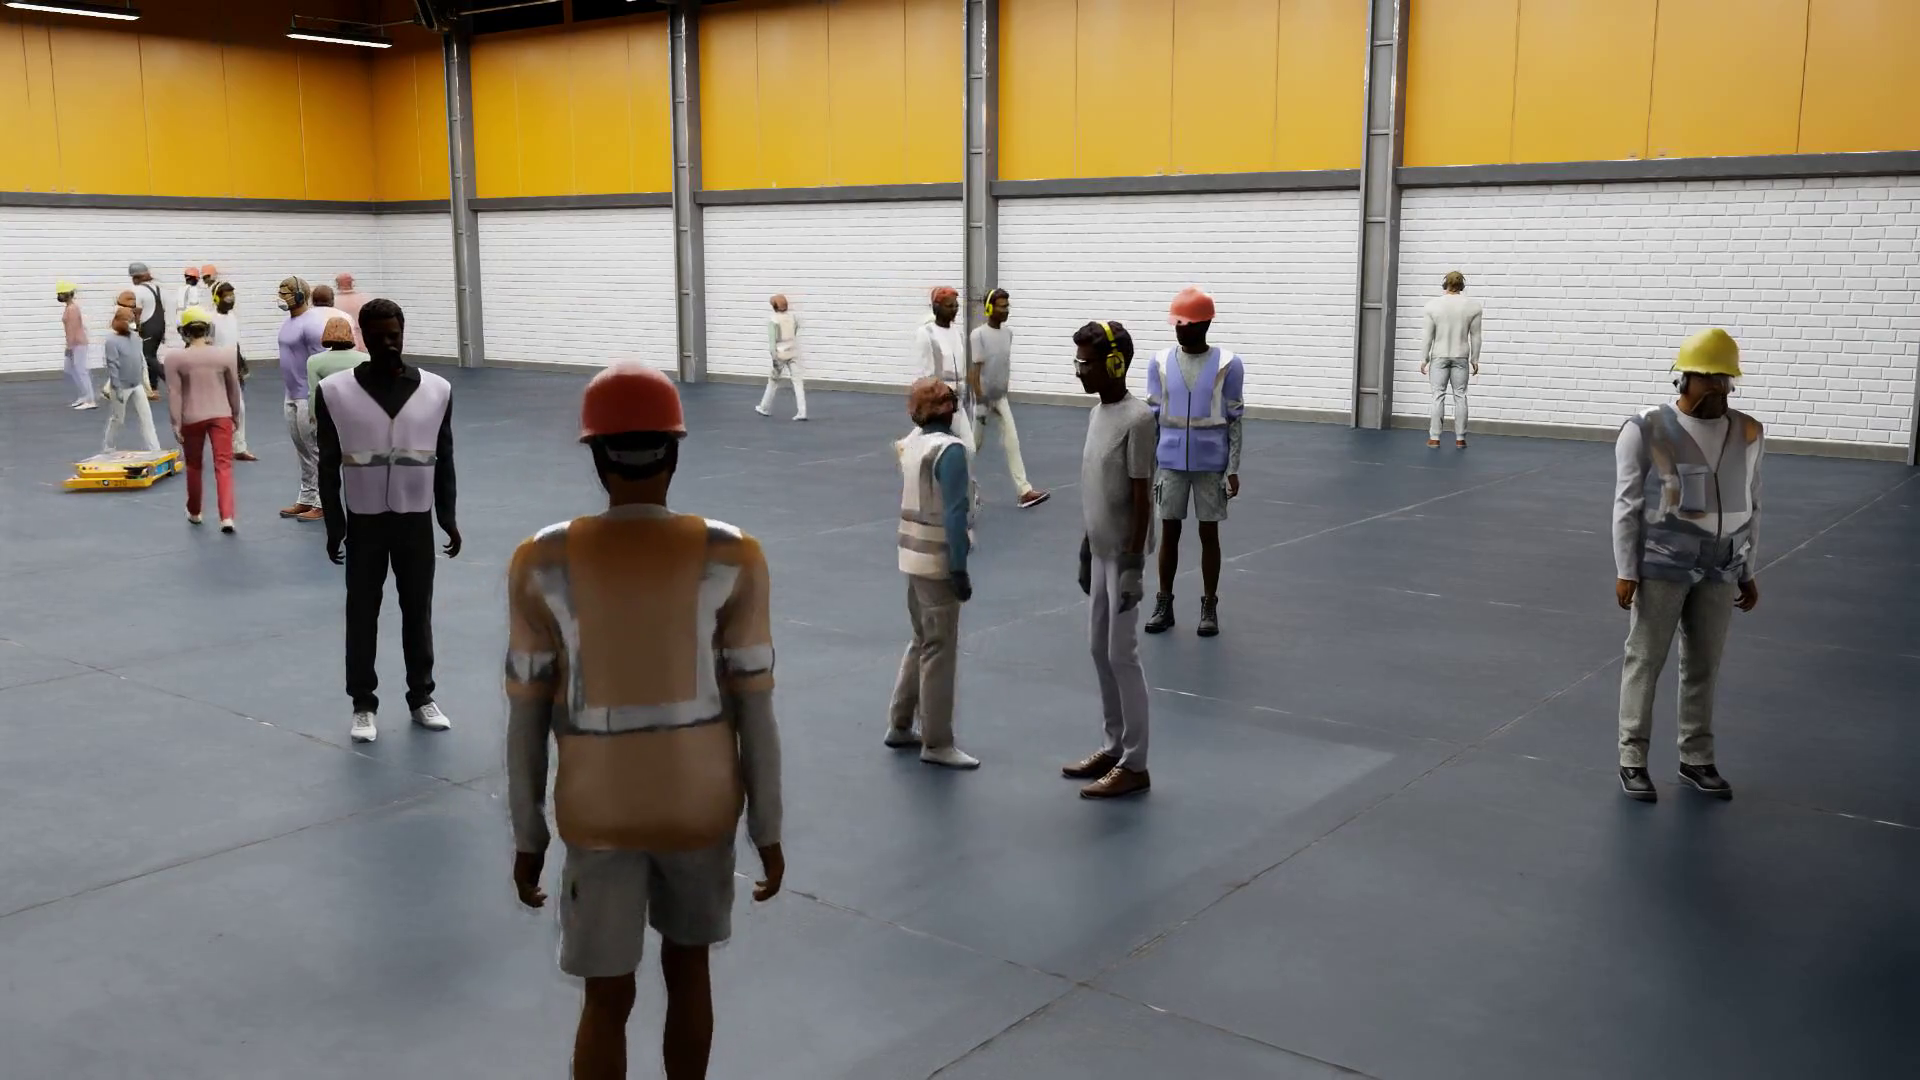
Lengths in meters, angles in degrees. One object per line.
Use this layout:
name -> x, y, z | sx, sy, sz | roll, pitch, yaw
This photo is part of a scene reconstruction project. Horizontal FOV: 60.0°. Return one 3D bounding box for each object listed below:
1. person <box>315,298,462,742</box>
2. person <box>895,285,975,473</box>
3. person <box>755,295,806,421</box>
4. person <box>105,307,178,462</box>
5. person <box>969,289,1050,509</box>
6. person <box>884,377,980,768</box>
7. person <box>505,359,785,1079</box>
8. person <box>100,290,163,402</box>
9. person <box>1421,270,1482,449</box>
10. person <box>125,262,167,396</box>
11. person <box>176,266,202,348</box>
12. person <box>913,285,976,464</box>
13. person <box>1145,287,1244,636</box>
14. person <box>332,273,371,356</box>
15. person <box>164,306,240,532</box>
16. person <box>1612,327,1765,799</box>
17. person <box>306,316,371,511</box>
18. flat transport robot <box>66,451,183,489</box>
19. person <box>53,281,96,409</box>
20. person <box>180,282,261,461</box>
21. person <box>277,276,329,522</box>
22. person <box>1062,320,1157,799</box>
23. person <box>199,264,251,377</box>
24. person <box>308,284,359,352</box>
person -> -2.501, -0.095, 7.310 | 0.588, 1.920, 0.398 | -6, 11, -30
person -> -0.230, -1.530, 15.954 | 0.679, 1.819, 0.635 | 2, 10, 14
person -> -2.275, -2.323, 21.242 | 0.504, 1.584, 0.898 | -8, 13, -40
person -> -8.176, -1.490, 16.397 | 0.783, 1.588, 0.517 | 3, 10, 16
person -> 0.314, -1.161, 13.792 | 0.550, 1.819, 0.984 | -9, 13, -43
person -> -0.121, 0.140, 6.869 | 0.350, 1.609, 0.587 | -3, 10, -18
person -> -0.650, 0.585, 3.435 | 0.571, 1.896, 0.805 | -2, 10, -9
person -> -11.888, -2.758, 23.721 | 0.497, 1.602, 0.809 | 6, 12, 33
person -> 5.333, -1.957, 18.095 | 0.637, 1.938, 0.355 | 2, 10, 9
person -> -11.987, -3.129, 24.618 | 0.710, 2.000, 0.702 | 1, 10, 3
person -> -13.085, -3.694, 28.302 | 0.579, 1.910, 0.489 | 8, 13, 39
person -> -0.118, -1.038, 12.940 | 0.412, 1.868, 0.584 | 9, 13, 41
person -> 1.277, -0.426, 9.196 | 0.551, 1.930, 0.375 | 3, 10, 18
person -> -7.747, -2.439, 21.121 | 0.651, 1.864, 0.941 | -5, 11, -25
person -> -5.778, -0.925, 12.746 | 0.529, 1.719, 0.923 | -5, 11, -29
person -> 2.824, 0.096, 6.450 | 0.589, 1.833, 0.404 | -1, 10, -6
person -> -4.759, -0.903, 12.846 | 0.504, 1.632, 0.270 | -5, 11, -27
flat transport robot -> -7.742, -0.670, 15.450 | 0.652, 0.197, 1.431 | -2, 10, -12
person -> -12.061, -2.644, 22.654 | 0.429, 1.748, 0.556 | -6, 12, -33
person -> -7.575, -1.706, 16.948 | 0.723, 1.842, 0.567 | 2, 10, 13
person -> -5.207, -1.116, 13.200 | 0.372, 1.940, 0.627 | -9, 13, -42
person -> 0.588, 0.074, 6.524 | 0.347, 1.855, 0.532 | -3, 10, -18
person -> -12.330, -3.604, 27.674 | 0.623, 1.952, 1.005 | 7, 12, 36
person -> -6.337, -1.642, 16.614 | 0.669, 1.819, 0.554 | -2, 10, -10
